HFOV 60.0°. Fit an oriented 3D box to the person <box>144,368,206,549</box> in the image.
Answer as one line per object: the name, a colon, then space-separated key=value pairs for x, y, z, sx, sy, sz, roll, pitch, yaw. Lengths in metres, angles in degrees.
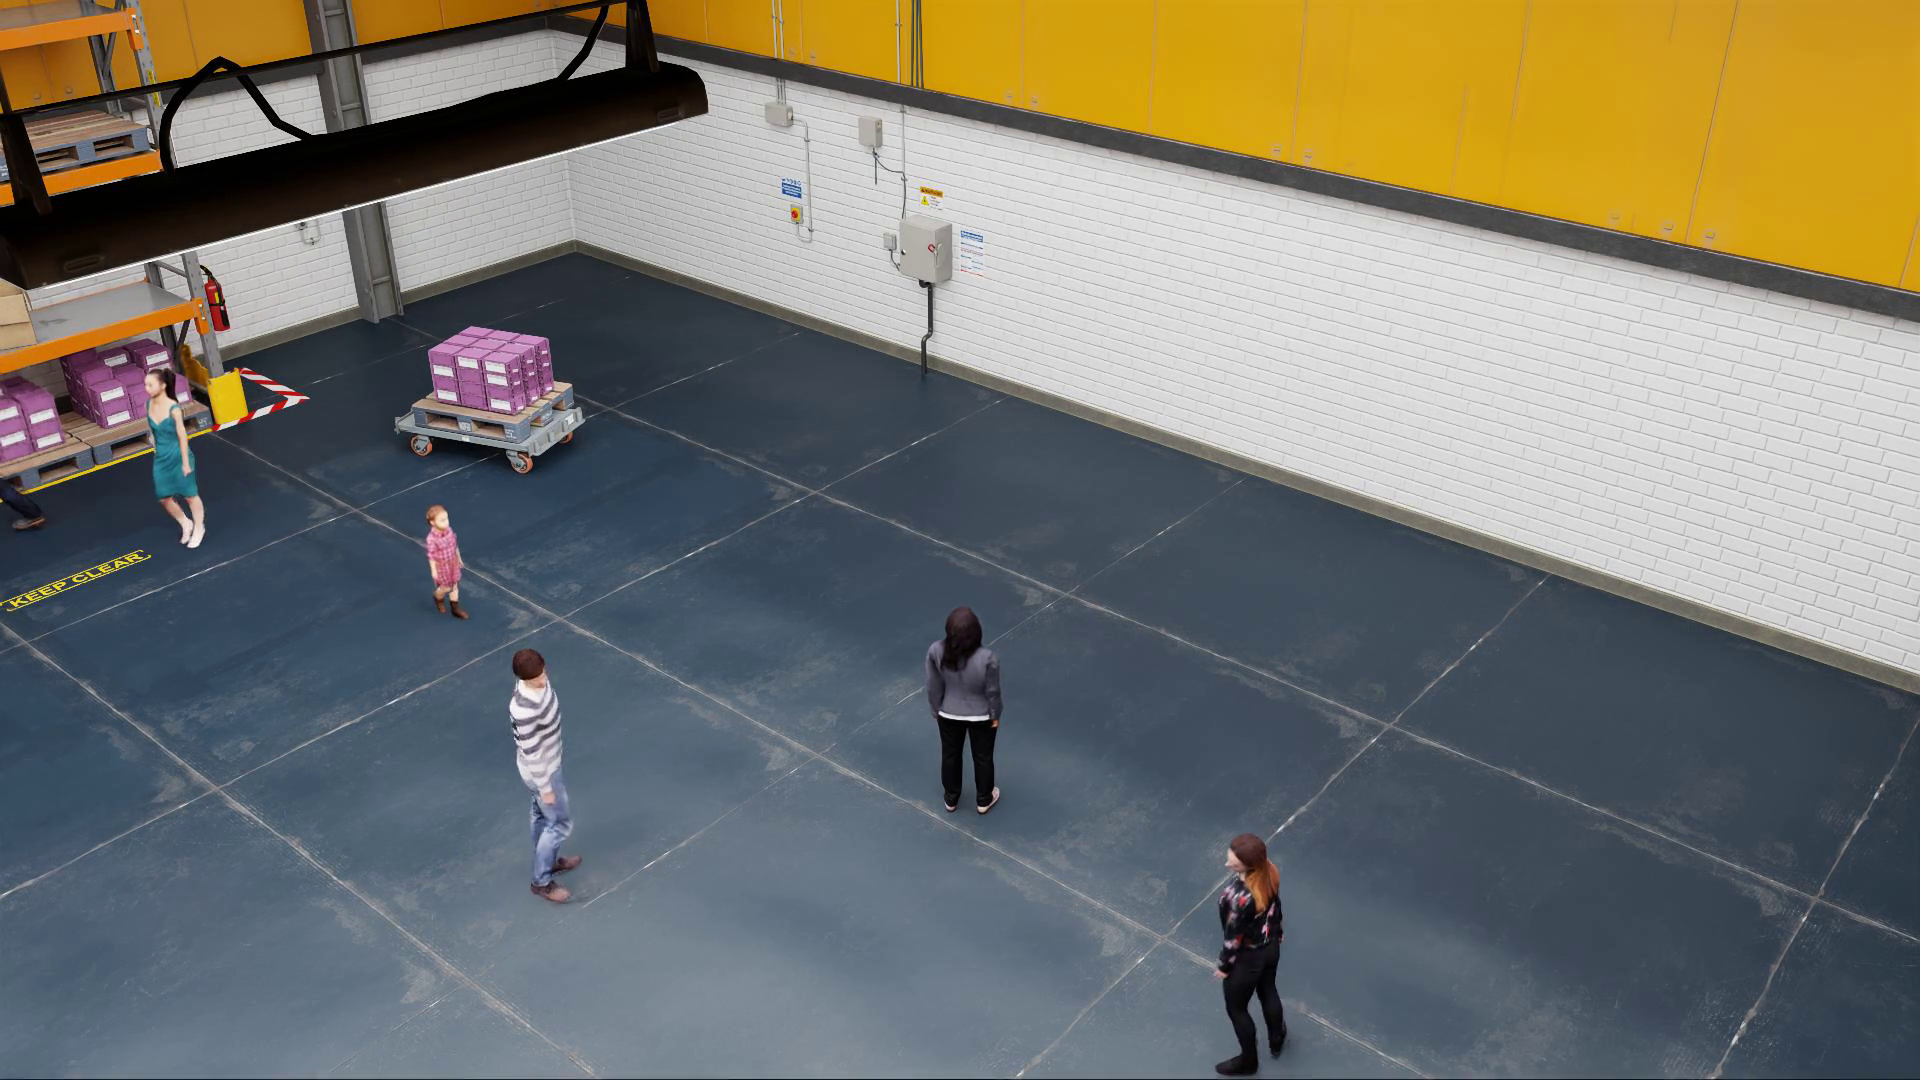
person: x=-6.766 y=-0.720 z=14.447 sx=0.661 sy=1.677 sz=0.679 roll=9 pitch=30 yaw=16

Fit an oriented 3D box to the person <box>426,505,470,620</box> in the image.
person: x=-4.202 y=0.168 z=13.508 sx=0.533 sy=1.018 sz=0.517 roll=16 pitch=32 yaw=27

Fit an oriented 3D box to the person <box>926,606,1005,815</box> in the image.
person: x=0.045 y=1.132 z=11.136 sx=0.782 sy=1.596 sz=0.803 roll=7 pitch=29 yaw=12

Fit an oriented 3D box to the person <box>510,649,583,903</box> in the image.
person: x=-2.614 y=1.395 z=10.415 sx=0.798 sy=1.827 sz=0.766 roll=-11 pitch=31 yaw=-20

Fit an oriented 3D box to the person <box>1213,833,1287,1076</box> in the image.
person: x=1.649 y=2.232 z=9.057 sx=0.506 sy=1.657 sz=0.824 roll=-23 pitch=36 yaw=-36
